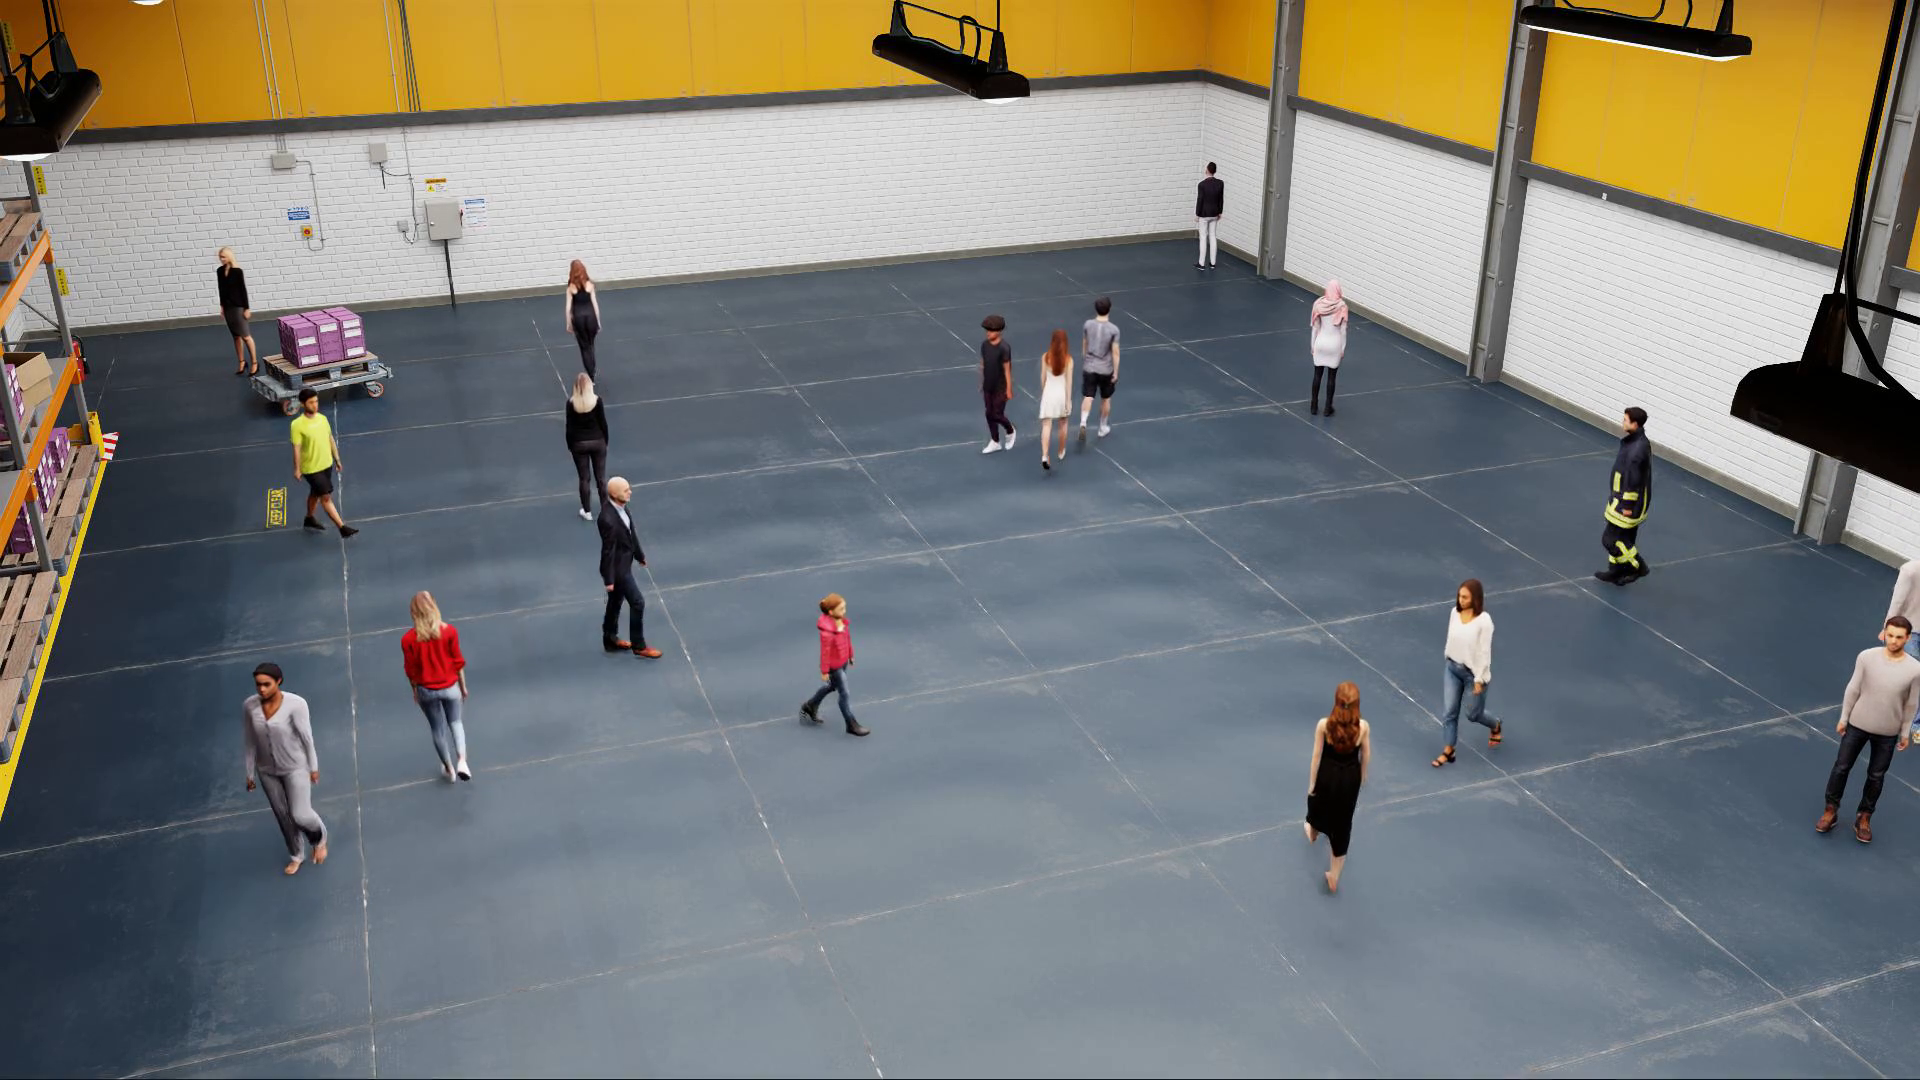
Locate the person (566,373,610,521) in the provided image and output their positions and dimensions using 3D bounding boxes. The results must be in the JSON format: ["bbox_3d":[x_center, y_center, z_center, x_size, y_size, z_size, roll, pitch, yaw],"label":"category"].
[{"bbox_3d":[-4.125,-1.038,18.500,0.622,1.687,0.531,-8,25,-18],"label":"person"}]

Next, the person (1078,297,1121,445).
[{"bbox_3d":[1.691,-2.099,20.730,1.057,1.845,1.140,10,25,21],"label":"person"}]

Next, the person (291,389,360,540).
[{"bbox_3d":[-7.035,-0.820,18.036,1.157,1.659,1.103,10,26,22],"label":"person"}]

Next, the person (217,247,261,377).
[{"bbox_3d":[-10.098,-3.190,23.234,0.693,1.840,0.736,8,25,18],"label":"person"}]

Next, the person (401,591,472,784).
[{"bbox_3d":[-4.164,1.238,13.285,0.643,1.694,0.783,-9,25,-21],"label":"person"}]

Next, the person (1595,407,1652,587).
[{"bbox_3d":[6.843,-0.406,16.775,1.021,1.912,0.951,9,25,19],"label":"person"}]

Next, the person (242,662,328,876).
[{"bbox_3d":[-4.986,1.639,12.329,0.767,1.725,0.802,2,24,4],"label":"person"}]

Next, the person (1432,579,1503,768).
[{"bbox_3d":[4.232,1.081,13.682,0.807,1.663,0.906,-16,28,-32],"label":"person"}]

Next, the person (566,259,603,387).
[{"bbox_3d":[-5.140,-2.962,22.859,0.651,1.722,0.804,-11,26,-24],"label":"person"}]

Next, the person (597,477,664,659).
[{"bbox_3d":[-3.254,0.248,15.447,0.906,1.778,0.872,-1,24,-2],"label":"person"}]

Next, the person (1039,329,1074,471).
[{"bbox_3d":[1.134,-1.665,19.935,0.917,1.686,1.154,4,24,9],"label":"person"}]

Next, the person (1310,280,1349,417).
[{"bbox_3d":[4.812,-2.518,21.745,0.721,1.801,0.777,10,25,21],"label":"person"}]

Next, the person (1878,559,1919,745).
[{"bbox_3d":[8.086,0.751,14.206,0.771,1.850,1.190,-6,24,-13],"label":"person"}]

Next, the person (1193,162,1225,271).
[{"bbox_3d":[4.307,-5.618,28.783,0.648,1.844,0.547,-8,25,-17],"label":"person"}]

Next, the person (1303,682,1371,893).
[{"bbox_3d":[2.753,1.820,12.085,0.866,1.589,1.113,1,24,3],"label":"person"}]

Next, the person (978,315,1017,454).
[{"bbox_3d":[0.500,-1.928,20.437,0.805,1.766,0.873,21,31,40],"label":"person"}]

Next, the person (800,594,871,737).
[{"bbox_3d":[-1.114,1.052,14.213,0.932,1.292,0.890,9,25,20],"label":"person"}]

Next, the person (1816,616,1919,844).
[{"bbox_3d":[6.966,1.412,12.671,0.723,1.868,0.806,13,27,28],"label":"person"}]
